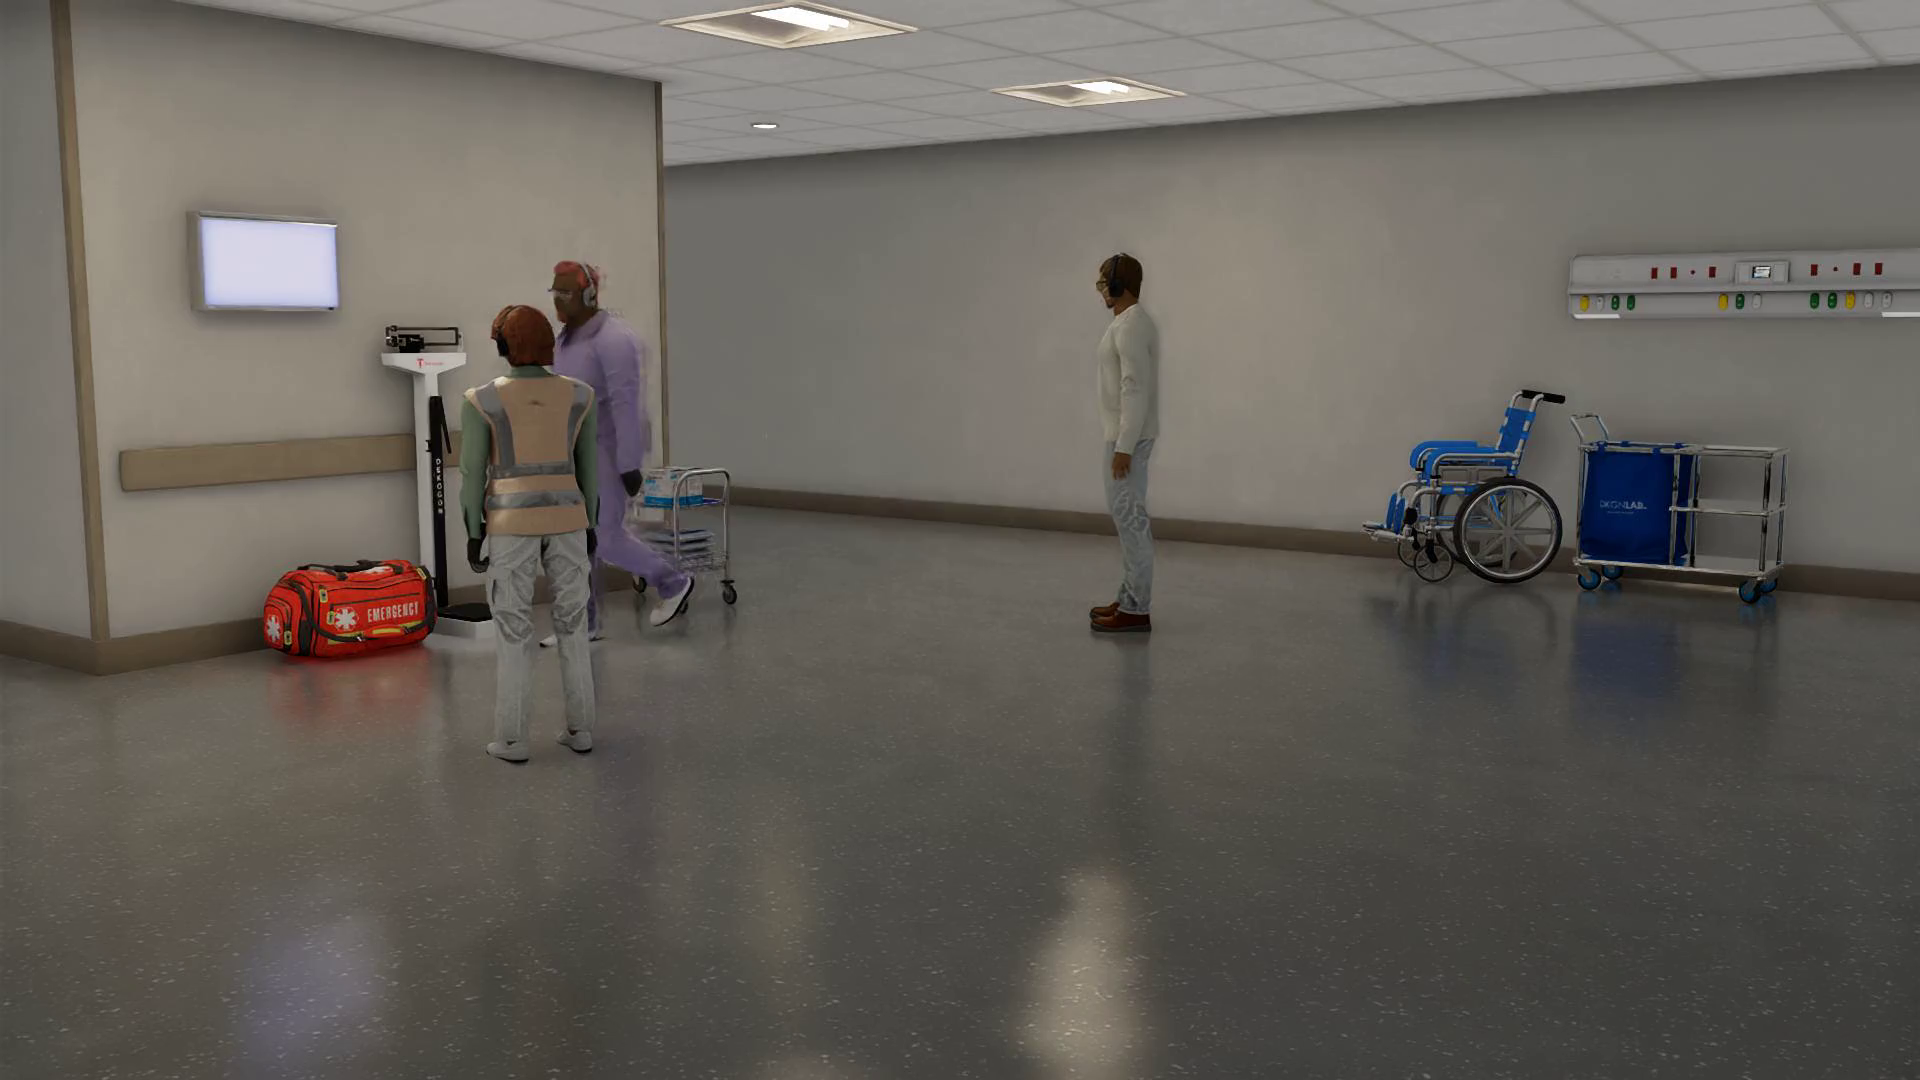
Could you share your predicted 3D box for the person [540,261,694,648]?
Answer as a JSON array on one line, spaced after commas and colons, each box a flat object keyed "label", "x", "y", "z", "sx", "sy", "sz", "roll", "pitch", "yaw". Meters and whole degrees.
[{"label": "person", "x": -1.715, "y": -0.417, "z": 8.143, "sx": 0.662, "sy": 1.884, "sz": 0.668, "roll": -6, "pitch": 9, "yaw": -42}]

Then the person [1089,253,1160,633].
[{"label": "person", "x": 0.848, "y": -0.495, "z": 8.541, "sx": 0.355, "sy": 1.936, "sz": 0.637, "roll": 1, "pitch": 7, "yaw": 6}]

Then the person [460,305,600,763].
[{"label": "person", "x": -1.529, "y": -0.021, "z": 5.968, "sx": 0.508, "sy": 1.629, "sz": 0.315, "roll": -4, "pitch": 8, "yaw": -31}]
